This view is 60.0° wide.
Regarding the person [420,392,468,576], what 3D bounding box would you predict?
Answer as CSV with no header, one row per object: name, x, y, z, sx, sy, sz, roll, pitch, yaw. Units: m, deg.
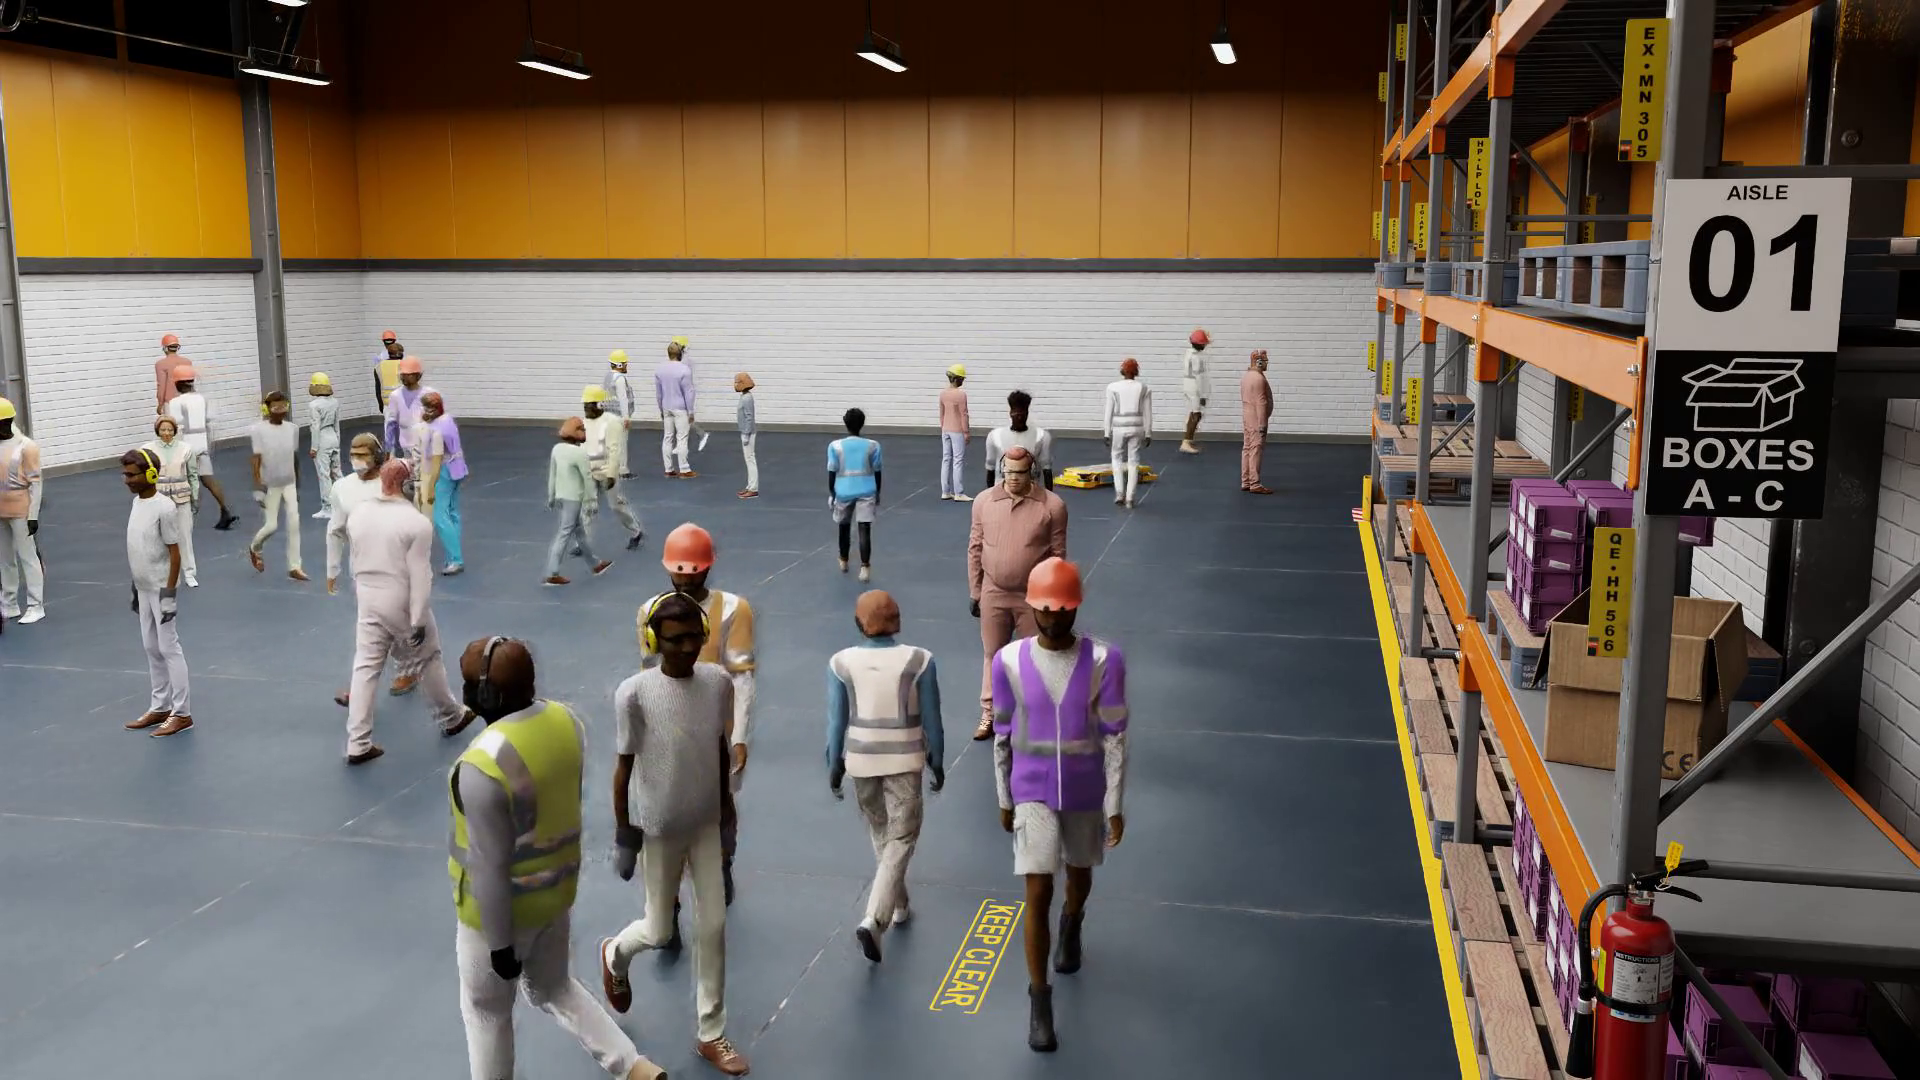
person,-5.059,-0.570,16.386,0.387,1.804,0.674,-1,9,-6

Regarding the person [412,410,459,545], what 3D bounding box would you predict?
person,-5.582,-0.709,17.747,0.507,1.628,0.279,0,9,1

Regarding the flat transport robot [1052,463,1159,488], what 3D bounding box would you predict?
flat transport robot,2.014,-0.906,22.990,1.431,0.197,0.652,-7,12,-38

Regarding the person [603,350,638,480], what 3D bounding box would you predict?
person,-4.797,-1.765,23.466,0.403,1.835,0.588,-6,11,-33

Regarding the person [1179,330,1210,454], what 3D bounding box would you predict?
person,3.722,-2.371,26.665,0.528,1.998,0.666,-1,10,-8

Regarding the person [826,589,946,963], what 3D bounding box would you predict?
person,-0.351,1.025,7.362,0.531,1.597,0.770,3,10,15

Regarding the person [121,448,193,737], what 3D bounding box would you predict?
person,-5.216,0.334,10.737,0.508,1.865,0.328,7,12,37

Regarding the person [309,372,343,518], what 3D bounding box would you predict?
person,-7.638,-1.139,19.968,0.300,1.743,0.493,3,10,16

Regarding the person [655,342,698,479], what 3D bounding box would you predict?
person,-4.016,-1.829,23.541,0.628,1.940,0.373,5,11,29

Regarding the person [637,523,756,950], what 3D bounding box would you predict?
person,-1.194,0.857,7.538,0.546,1.883,0.968,0,9,0

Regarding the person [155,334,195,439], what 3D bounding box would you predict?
person,-11.735,-2.076,24.857,0.386,1.992,0.624,5,11,27

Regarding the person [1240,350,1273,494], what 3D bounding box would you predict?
person,3.947,-1.568,22.068,0.409,1.909,0.641,-2,10,-9

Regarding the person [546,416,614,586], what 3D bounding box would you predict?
person,-3.635,-0.382,15.838,0.523,1.584,0.855,9,13,42

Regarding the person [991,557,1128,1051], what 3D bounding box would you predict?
person,0.401,0.981,6.755,0.544,1.907,0.945,0,9,3

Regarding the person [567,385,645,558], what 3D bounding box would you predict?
person,-3.706,-0.733,17.383,0.594,1.799,0.891,6,11,33

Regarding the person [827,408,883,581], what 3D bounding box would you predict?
person,-1.010,-0.448,16.089,0.549,1.644,0.890,-1,9,-7

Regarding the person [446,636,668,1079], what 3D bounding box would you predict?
person,-1.416,1.212,5.577,0.719,1.825,0.621,3,10,20

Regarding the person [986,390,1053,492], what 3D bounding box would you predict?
person,0.535,-0.426,15.151,0.612,1.930,0.880,0,9,-2

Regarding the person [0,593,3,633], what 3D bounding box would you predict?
person,-8.207,-0.145,13.679,0.982,1.857,0.639,8,13,41

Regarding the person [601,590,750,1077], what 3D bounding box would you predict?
person,-1.109,1.074,6.365,0.513,1.845,0.765,-8,12,-41

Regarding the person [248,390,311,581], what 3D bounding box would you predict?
person,-6.591,-0.527,15.991,0.685,1.849,0.526,8,13,41

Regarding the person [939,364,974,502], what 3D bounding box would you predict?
person,-0.053,-1.370,21.308,0.317,1.765,0.522,-8,12,-39

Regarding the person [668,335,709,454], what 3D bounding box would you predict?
person,-4.379,-2.314,26.535,0.584,1.913,0.609,-3,10,-19

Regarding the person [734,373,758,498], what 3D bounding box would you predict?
person,-2.784,-1.364,21.656,0.284,1.632,0.502,-2,10,-9

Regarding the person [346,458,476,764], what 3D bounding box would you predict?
person,-3.476,0.409,10.356,0.640,1.840,1.041,3,10,19

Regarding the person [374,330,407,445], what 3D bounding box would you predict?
person,-9.517,-2.544,27.878,0.542,1.929,0.368,-4,10,-22

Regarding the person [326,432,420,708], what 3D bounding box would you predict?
person,-4.047,0.210,11.398,0.653,1.883,1.027,3,10,16

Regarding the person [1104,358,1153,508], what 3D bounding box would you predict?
person,2.102,-1.343,20.808,0.616,1.866,0.549,0,9,0

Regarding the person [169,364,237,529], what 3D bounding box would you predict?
person,-8.726,-1.055,19.001,0.929,1.908,0.553,4,10,23

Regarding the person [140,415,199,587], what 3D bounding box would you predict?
person,-7.391,-0.355,15.569,0.512,1.637,0.307,-5,11,-29

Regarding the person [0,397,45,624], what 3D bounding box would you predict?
person,-8.029,-0.248,14.052,0.587,1.926,0.368,2,10,14

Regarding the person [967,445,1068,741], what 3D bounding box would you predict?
person,0.353,0.342,10.575,0.639,1.903,0.409,2,10,11

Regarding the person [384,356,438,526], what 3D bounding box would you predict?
person,-6.192,-1.061,18.762,0.640,1.990,1.013,2,10,13

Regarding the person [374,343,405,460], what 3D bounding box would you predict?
person,-8.560,-2.075,25.323,0.629,1.840,0.429,1,10,9

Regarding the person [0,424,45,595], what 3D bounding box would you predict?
person,-8.687,-0.431,15.063,0.666,1.952,0.784,-1,9,-6
